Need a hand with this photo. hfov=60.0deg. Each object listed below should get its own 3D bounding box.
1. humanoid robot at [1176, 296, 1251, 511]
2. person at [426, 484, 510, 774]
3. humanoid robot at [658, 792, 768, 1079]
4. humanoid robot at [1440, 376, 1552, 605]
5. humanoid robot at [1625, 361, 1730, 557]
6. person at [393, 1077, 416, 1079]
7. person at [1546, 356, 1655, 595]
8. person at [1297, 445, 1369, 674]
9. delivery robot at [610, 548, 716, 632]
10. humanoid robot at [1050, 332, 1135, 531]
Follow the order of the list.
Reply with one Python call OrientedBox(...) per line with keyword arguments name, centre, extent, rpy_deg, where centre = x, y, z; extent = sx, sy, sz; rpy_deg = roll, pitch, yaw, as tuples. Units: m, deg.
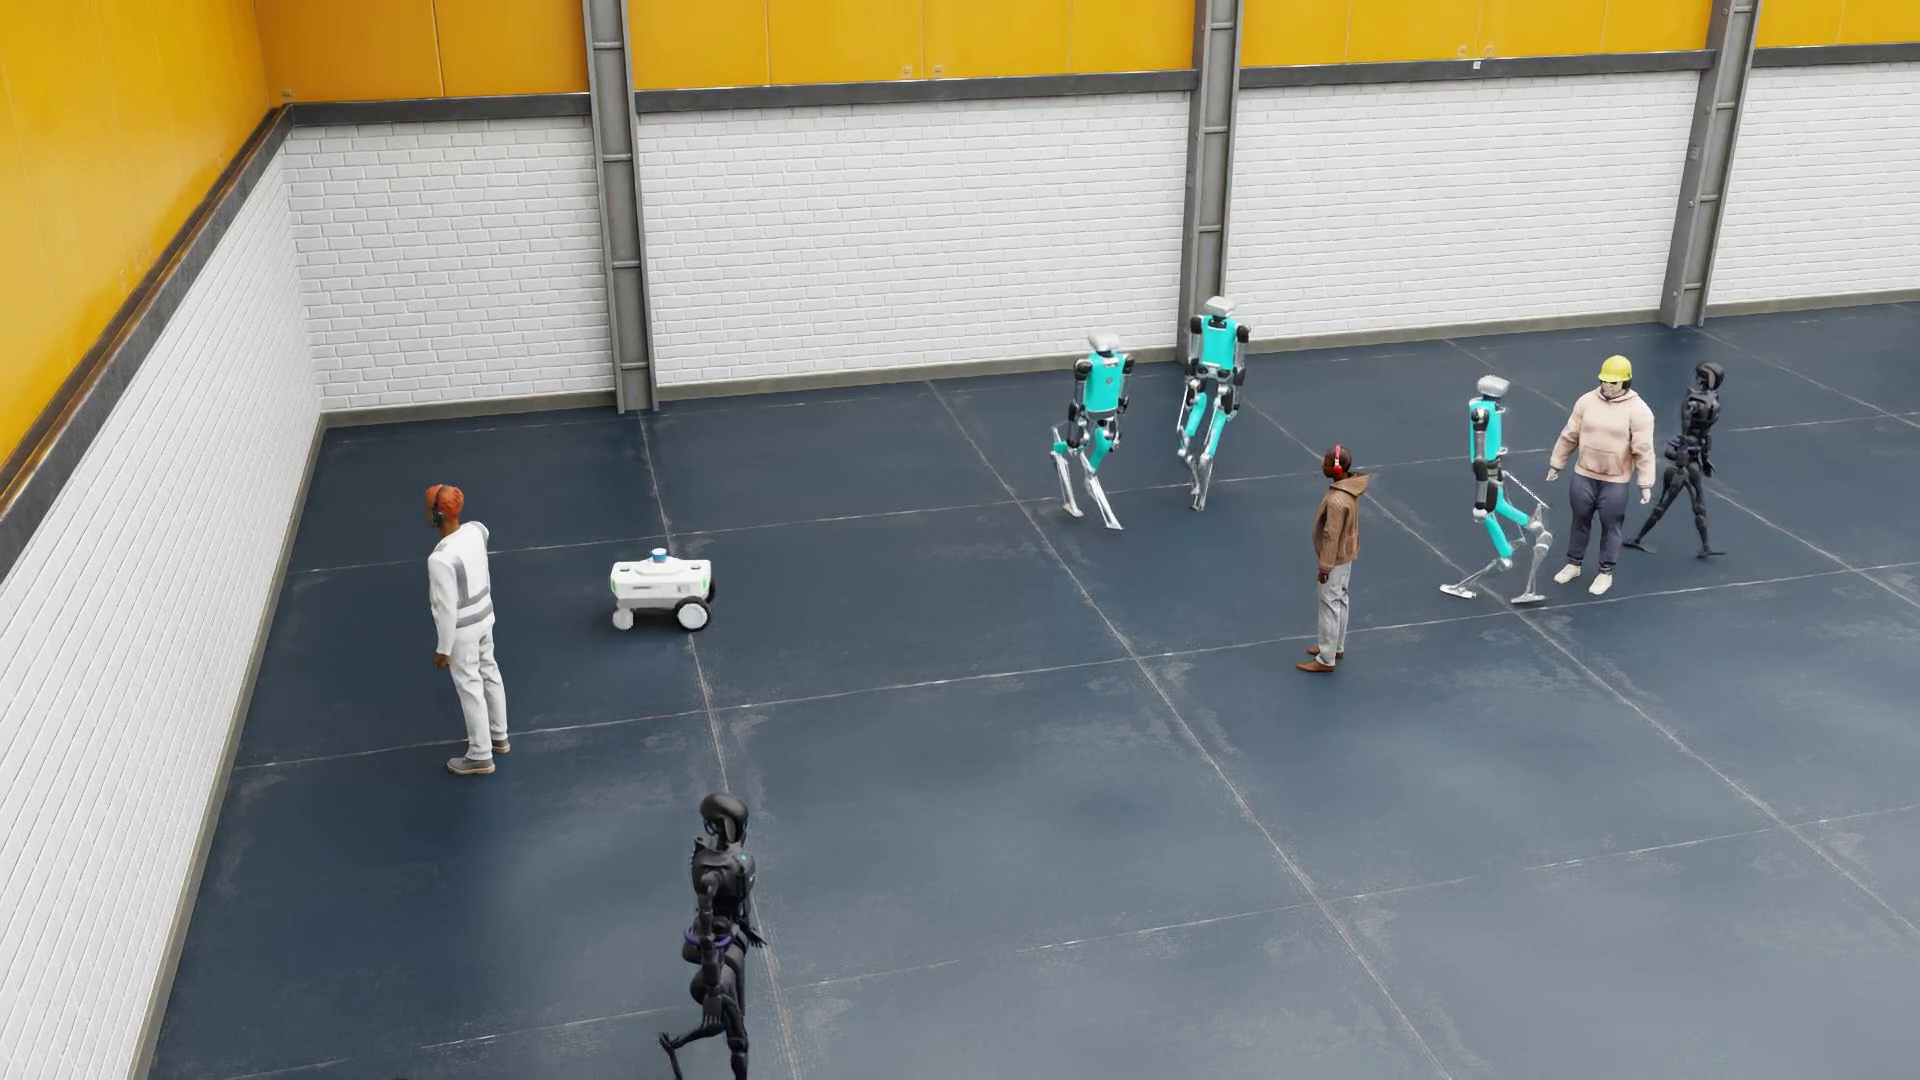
OrientedBox(name="humanoid robot", centre=(2.055, -1.079, 14.118), extent=(0.550, 1.892, 0.766), rpy_deg=(13, 27, 27))
OrientedBox(name="person", centre=(-3.021, 0.541, 10.130), extent=(0.354, 1.883, 0.572), rpy_deg=(5, 24, 11))
OrientedBox(name="humanoid robot", centre=(-1.133, 1.837, 7.456), extent=(0.583, 1.634, 0.610), rpy_deg=(4, 24, 8))
OrientedBox(name="humanoid robot", centre=(4.146, -0.310, 12.265), extent=(0.933, 1.763, 0.571), rpy_deg=(11, 26, 24))
OrientedBox(name="humanoid robot", centre=(5.739, -0.620, 13.070), extent=(0.764, 1.627, 0.598), rpy_deg=(20, 31, 38))
OrientedBox(name="person", centre=(-1.777, 2.544, 5.722), extent=(0.378, 1.769, 0.467), rpy_deg=(-21, 31, -39))
OrientedBox(name="person", centre=(4.853, -0.508, 12.548), extent=(0.788, 1.859, 0.434), rpy_deg=(19, 30, 37))
OrientedBox(name="person", centre=(2.557, 0.133, 11.351), extent=(0.327, 1.648, 0.462), rpy_deg=(10, 26, 22))
OrientedBox(name="delivery robot", centre=(-2.163, 0.360, 12.207), extent=(0.804, 0.610, 0.499), rpy_deg=(-2, 24, -4))
OrientedBox(name="humanoid robot", centre=(1.029, -0.898, 13.564), extent=(0.536, 1.736, 0.950), rpy_deg=(-12, 26, -25))
